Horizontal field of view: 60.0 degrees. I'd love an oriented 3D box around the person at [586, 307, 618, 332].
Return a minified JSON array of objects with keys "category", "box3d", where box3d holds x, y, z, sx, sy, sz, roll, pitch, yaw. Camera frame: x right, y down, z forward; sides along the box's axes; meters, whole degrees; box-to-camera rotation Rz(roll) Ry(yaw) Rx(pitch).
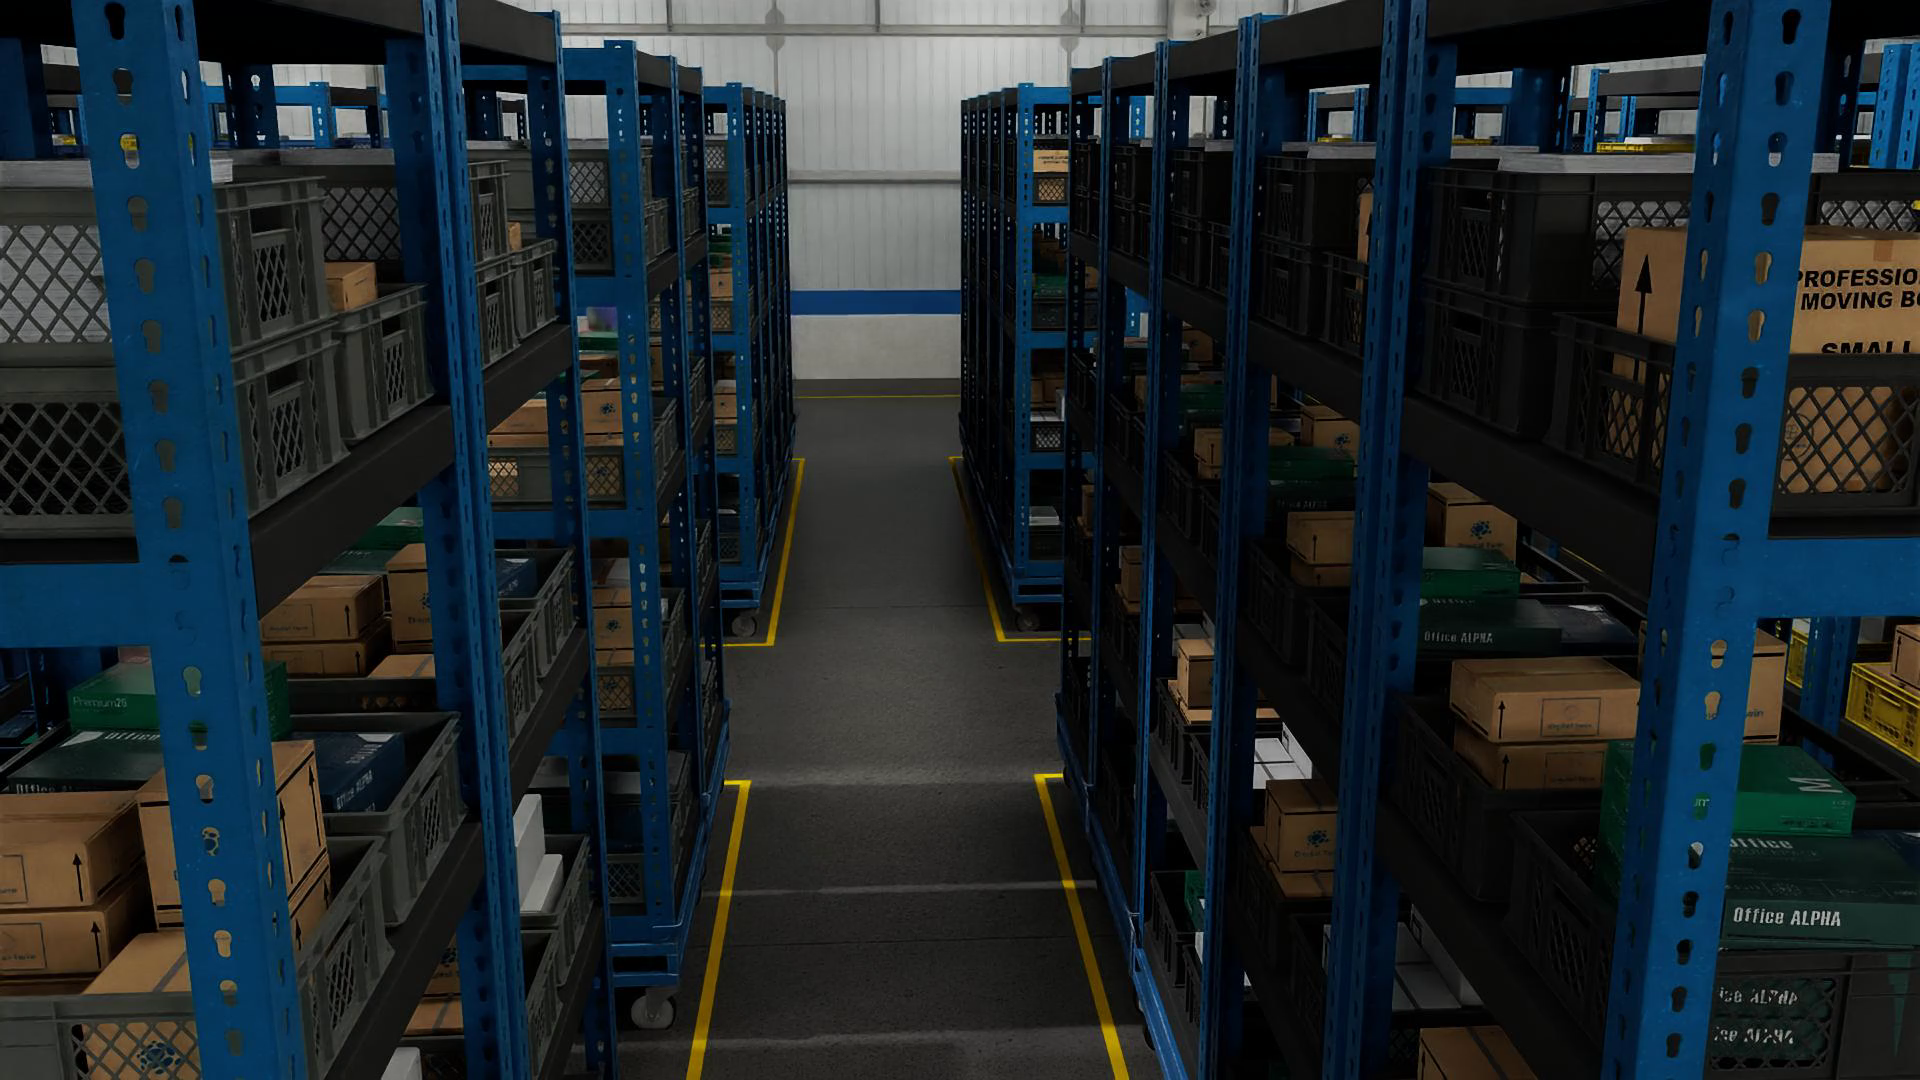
[{"category":"person","box3d":[-4.046,-2.098,18.477,0.744,1.816,0.610,3,14,13]}]
